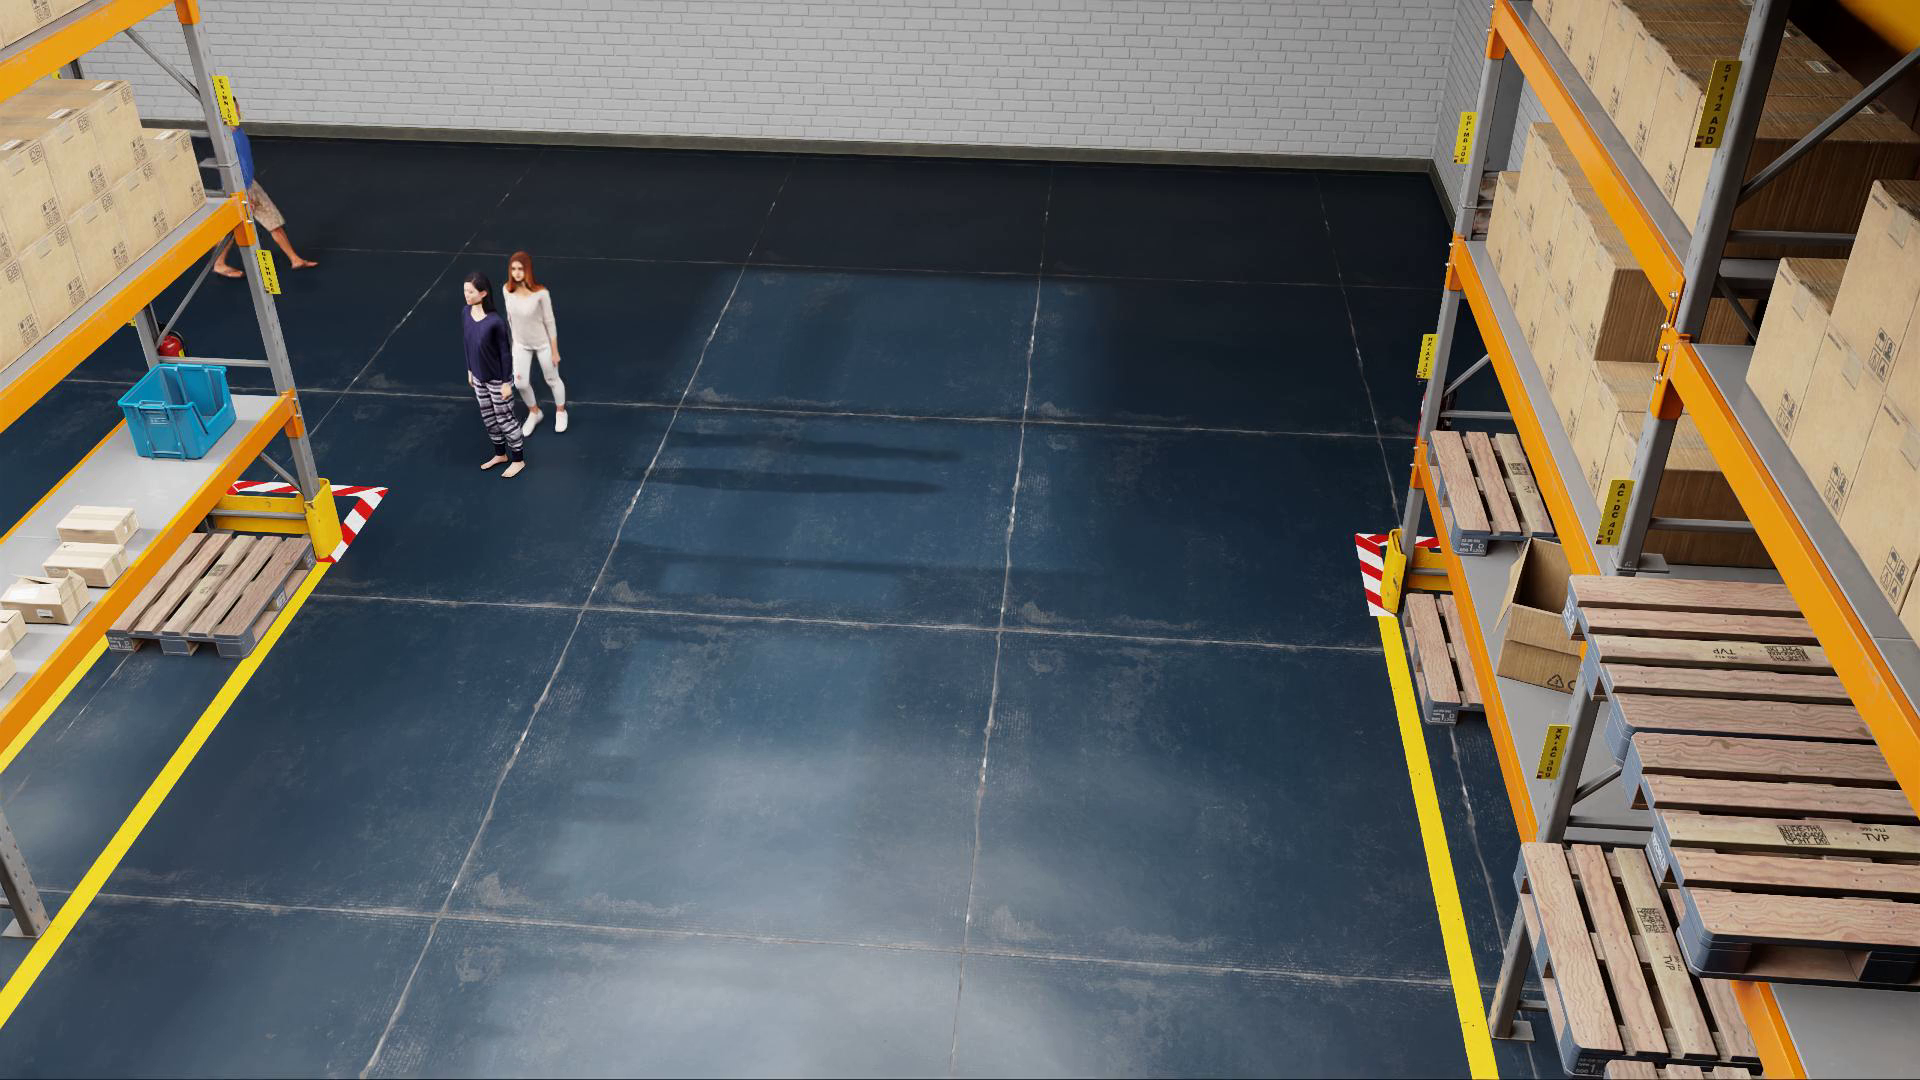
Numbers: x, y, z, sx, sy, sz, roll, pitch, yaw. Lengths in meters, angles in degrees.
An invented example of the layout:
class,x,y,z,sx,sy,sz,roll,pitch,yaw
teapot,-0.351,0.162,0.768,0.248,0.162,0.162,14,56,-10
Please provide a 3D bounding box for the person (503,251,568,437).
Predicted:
class,x,y,z,sx,sy,sz,roll,pitch,yaw
person,-3.470,-1.627,13.638,0.650,1.675,0.721,7,34,10

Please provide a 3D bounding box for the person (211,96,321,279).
class,x,y,z,sx,sy,sz,roll,pitch,yaw
person,-7.074,-3.392,16.165,0.822,1.820,1.224,-1,34,-2

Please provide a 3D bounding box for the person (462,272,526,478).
class,x,y,z,sx,sy,sz,roll,pitch,yaw
person,-3.693,-1.317,13.120,0.679,1.734,0.670,19,38,26
